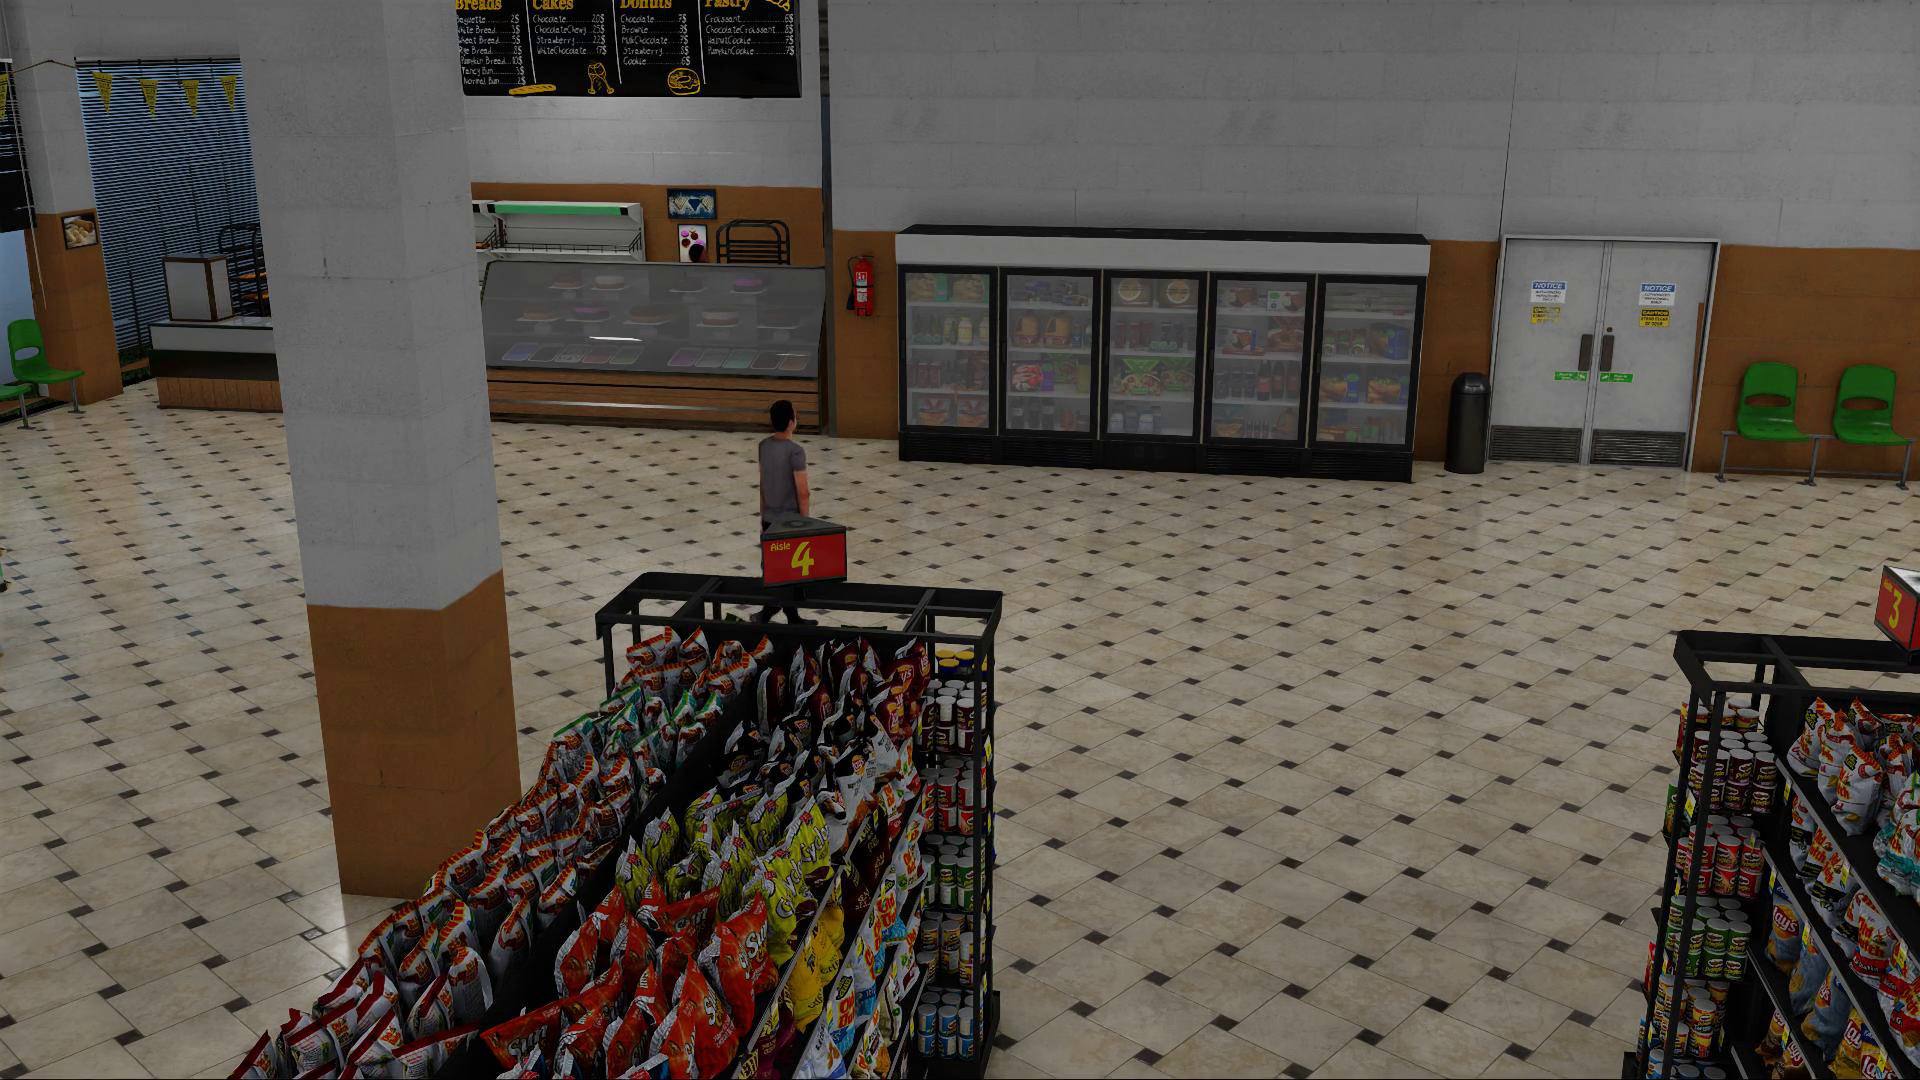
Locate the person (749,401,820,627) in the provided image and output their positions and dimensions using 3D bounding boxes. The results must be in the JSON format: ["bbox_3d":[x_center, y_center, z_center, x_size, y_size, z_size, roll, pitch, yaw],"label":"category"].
[{"bbox_3d":[-1.279,-0.101,11.697,0.932,1.740,1.079,14,22,39],"label":"person"}]
